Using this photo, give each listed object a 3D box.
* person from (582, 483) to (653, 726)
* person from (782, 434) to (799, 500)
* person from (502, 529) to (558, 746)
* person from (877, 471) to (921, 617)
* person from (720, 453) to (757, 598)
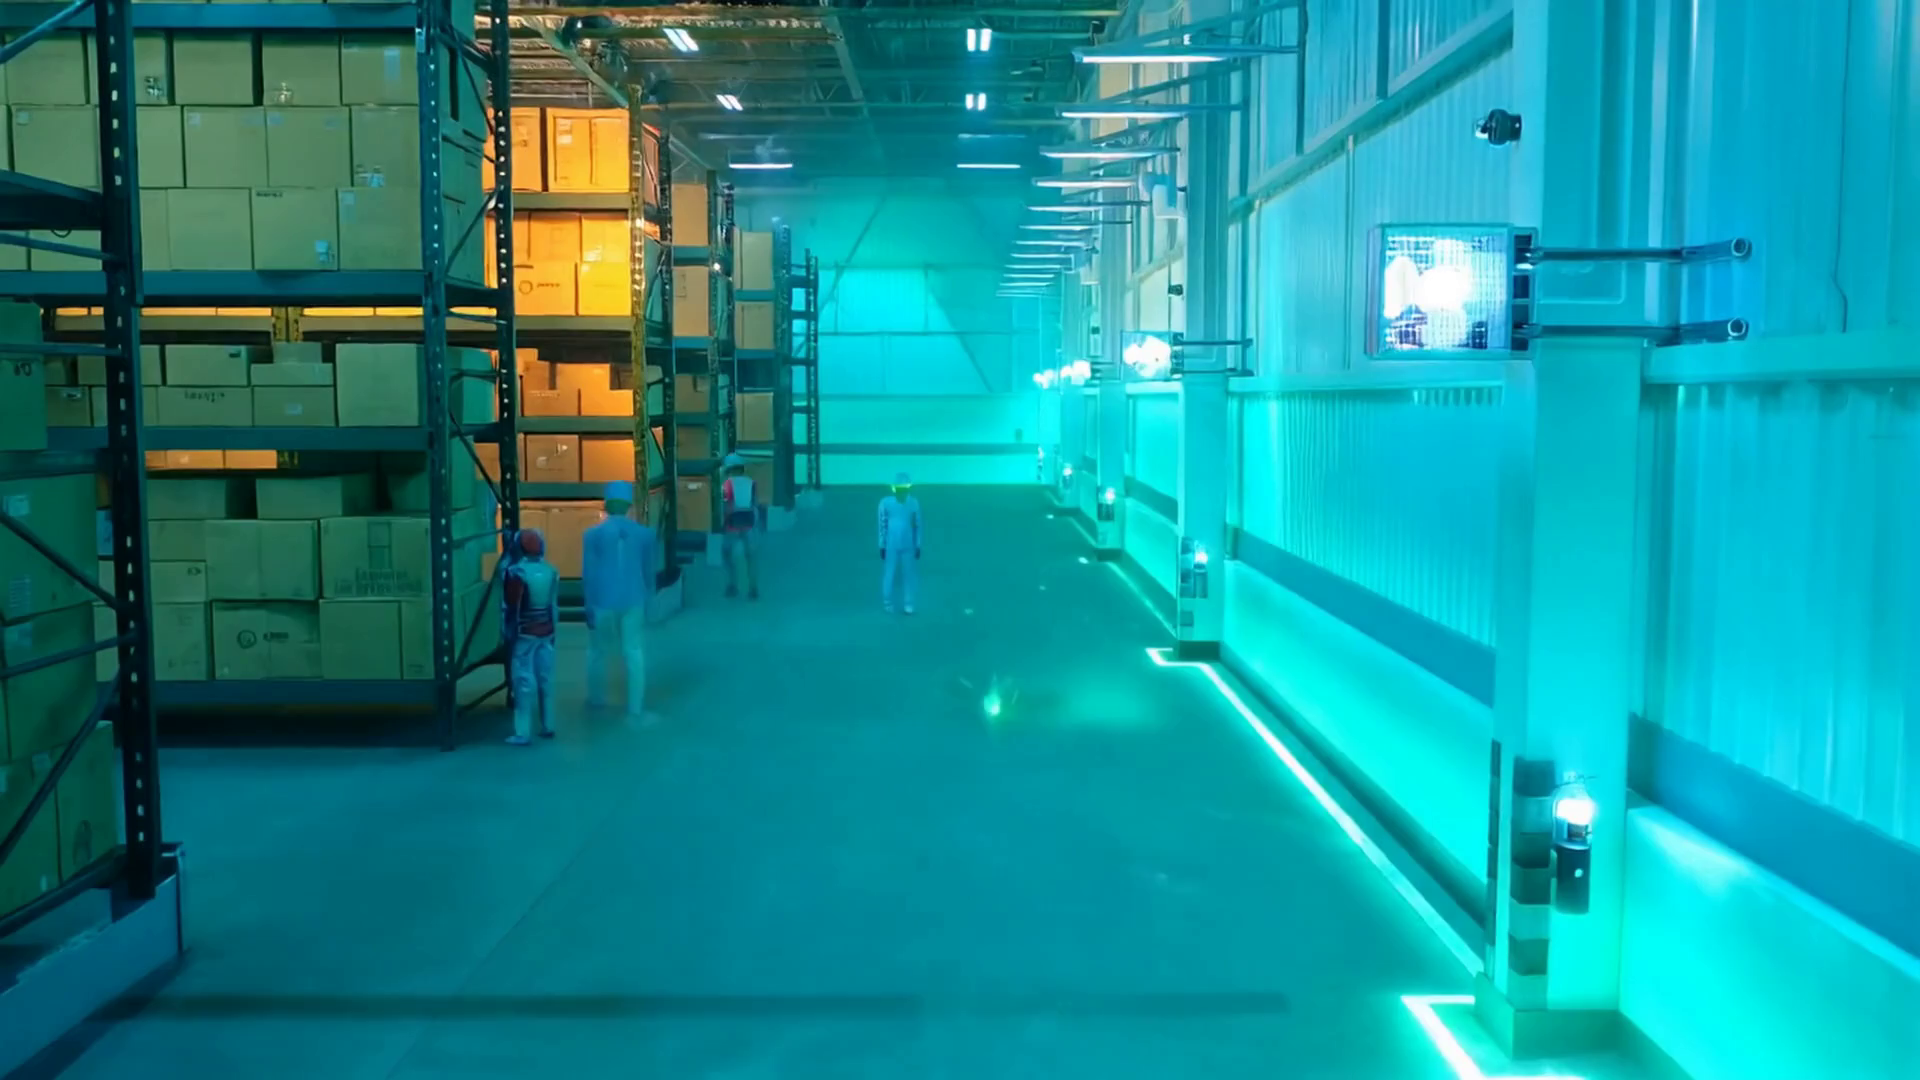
[{"bbox_3d":[-2.786,0.502,13.527,0.613,1.928,1.043,-2,5,-24],"label":"person"},{"bbox_3d":[-4.429,-1.853,42.237,0.849,1.709,0.504,3,6,35],"label":"person"},{"bbox_3d":[-3.240,0.732,12.584,0.318,1.631,0.524,3,6,29],"label":"person"},{"bbox_3d":[-0.711,0.049,19.882,0.566,1.744,0.349,-3,6,-27],"label":"person"},{"bbox_3d":[-2.919,-0.185,21.725,0.627,1.896,0.694,-5,7,-43],"label":"person"}]
